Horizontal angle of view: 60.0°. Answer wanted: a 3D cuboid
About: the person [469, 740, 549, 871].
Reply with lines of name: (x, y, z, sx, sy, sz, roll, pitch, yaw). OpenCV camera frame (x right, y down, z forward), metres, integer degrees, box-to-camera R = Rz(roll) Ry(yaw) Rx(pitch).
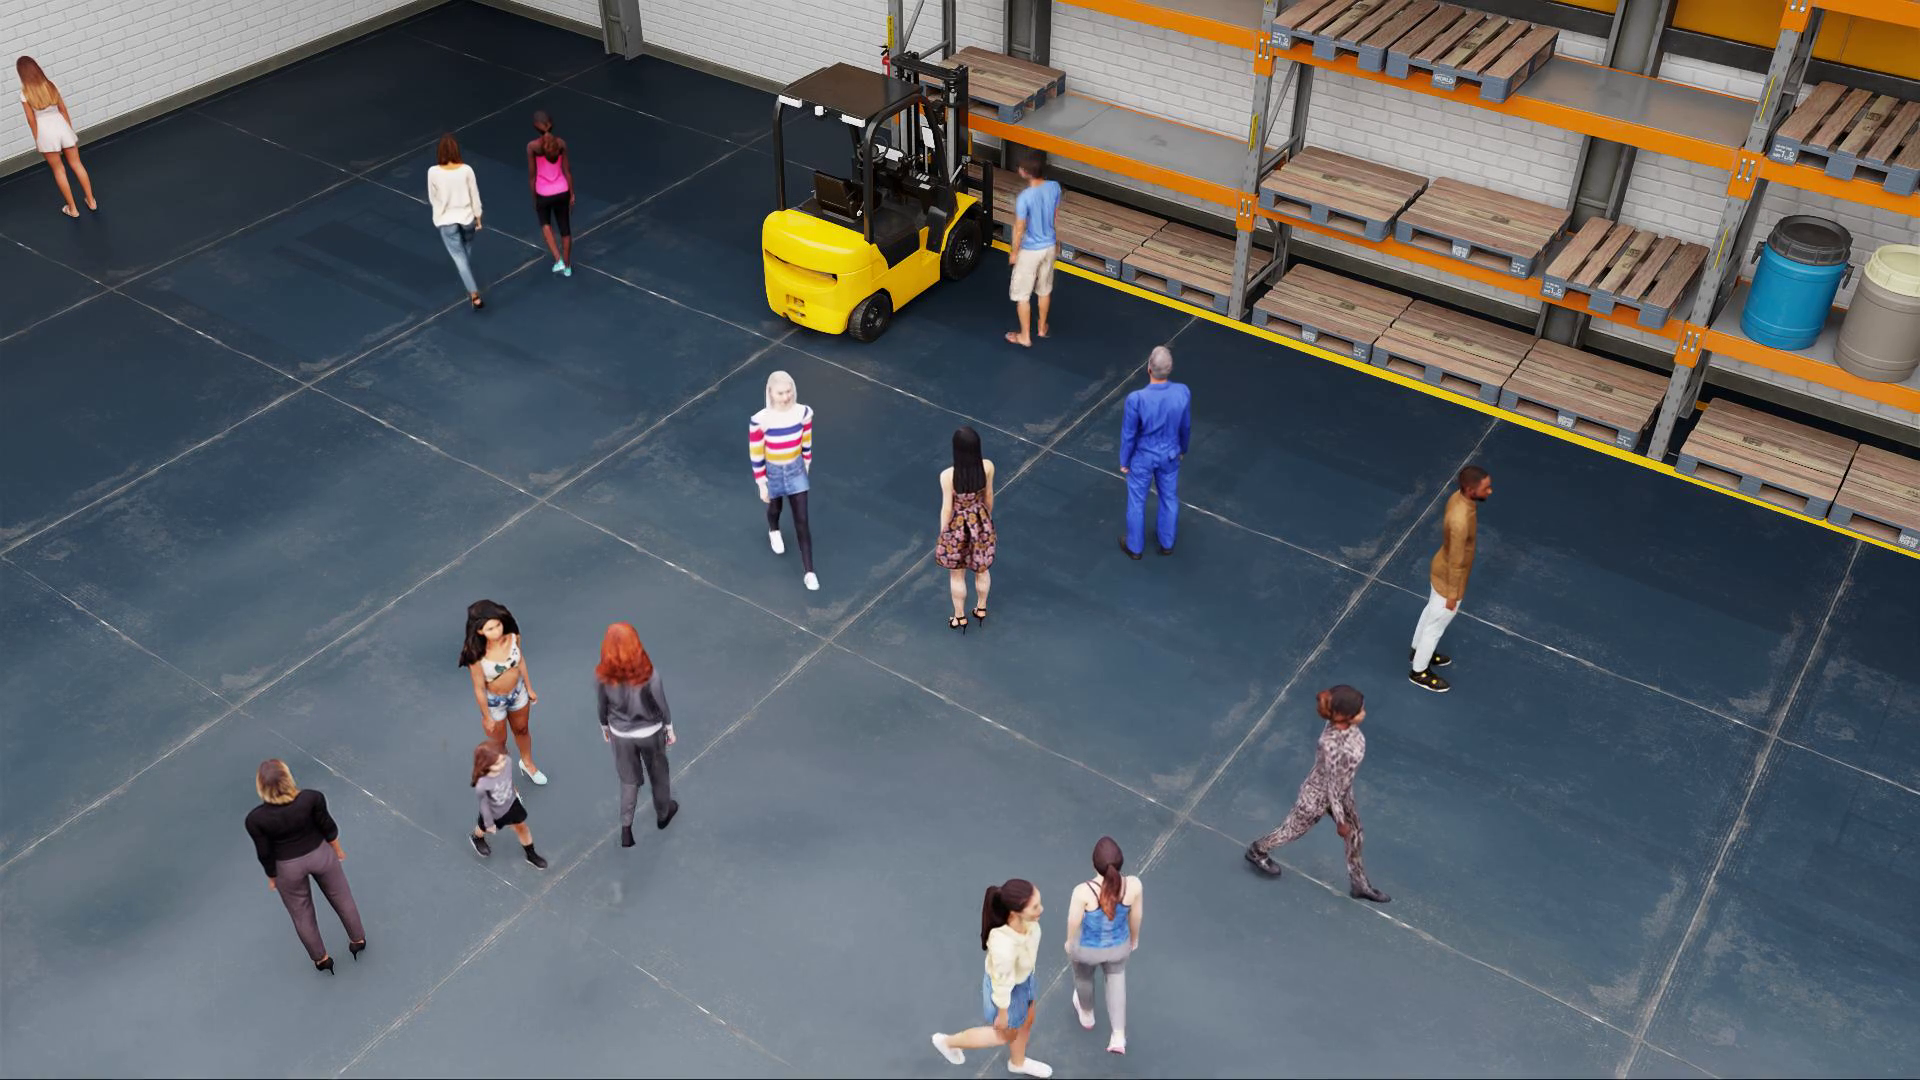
person: (-2.918, 1.623, 10.371, 0.790, 1.074, 0.507, 22, 44, 25)

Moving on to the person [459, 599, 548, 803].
person: (-2.928, 1.029, 10.672, 0.552, 1.627, 0.563, 26, 45, 29)

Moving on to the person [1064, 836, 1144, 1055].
person: (0.788, 2.262, 9.153, 0.865, 1.596, 0.928, -7, 39, -9)

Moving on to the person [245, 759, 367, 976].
person: (-3.763, 1.887, 9.563, 0.672, 1.670, 0.657, -23, 44, -26)

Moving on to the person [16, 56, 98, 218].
person: (-9.320, -4.160, 17.113, 0.596, 1.697, 0.597, 31, 48, 33)

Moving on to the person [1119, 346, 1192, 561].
person: (1.481, -0.639, 12.599, 0.780, 1.829, 0.821, -8, 39, -10)

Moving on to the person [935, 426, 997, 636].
person: (0.043, -0.072, 11.933, 0.788, 1.774, 0.822, -18, 42, -21)

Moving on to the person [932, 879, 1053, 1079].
person: (0.192, 2.384, 8.986, 1.018, 1.613, 0.861, 6, 39, 8)

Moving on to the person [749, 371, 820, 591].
person: (-1.364, -0.528, 12.521, 1.100, 1.753, 1.245, -12, 40, -14)

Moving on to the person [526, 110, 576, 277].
person: (-3.905, -3.287, 16.002, 0.720, 1.719, 0.779, -14, 41, -17)

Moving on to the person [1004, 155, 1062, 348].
person: (0.698, -2.657, 15.107, 0.771, 1.852, 0.736, -11, 40, -14)

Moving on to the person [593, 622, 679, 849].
person: (-2.016, 1.264, 10.268, 0.891, 1.764, 0.881, 6, 39, 7)

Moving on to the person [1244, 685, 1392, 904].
person: (2.112, 1.527, 10.019, 1.155, 1.664, 0.609, 21, 43, 24)

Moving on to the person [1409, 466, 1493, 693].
person: (3.384, 0.238, 11.511, 0.659, 1.816, 0.712, 9, 39, 11)

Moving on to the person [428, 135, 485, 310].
person: (-4.717, -2.938, 15.635, 0.962, 1.632, 1.166, -16, 41, -19)
